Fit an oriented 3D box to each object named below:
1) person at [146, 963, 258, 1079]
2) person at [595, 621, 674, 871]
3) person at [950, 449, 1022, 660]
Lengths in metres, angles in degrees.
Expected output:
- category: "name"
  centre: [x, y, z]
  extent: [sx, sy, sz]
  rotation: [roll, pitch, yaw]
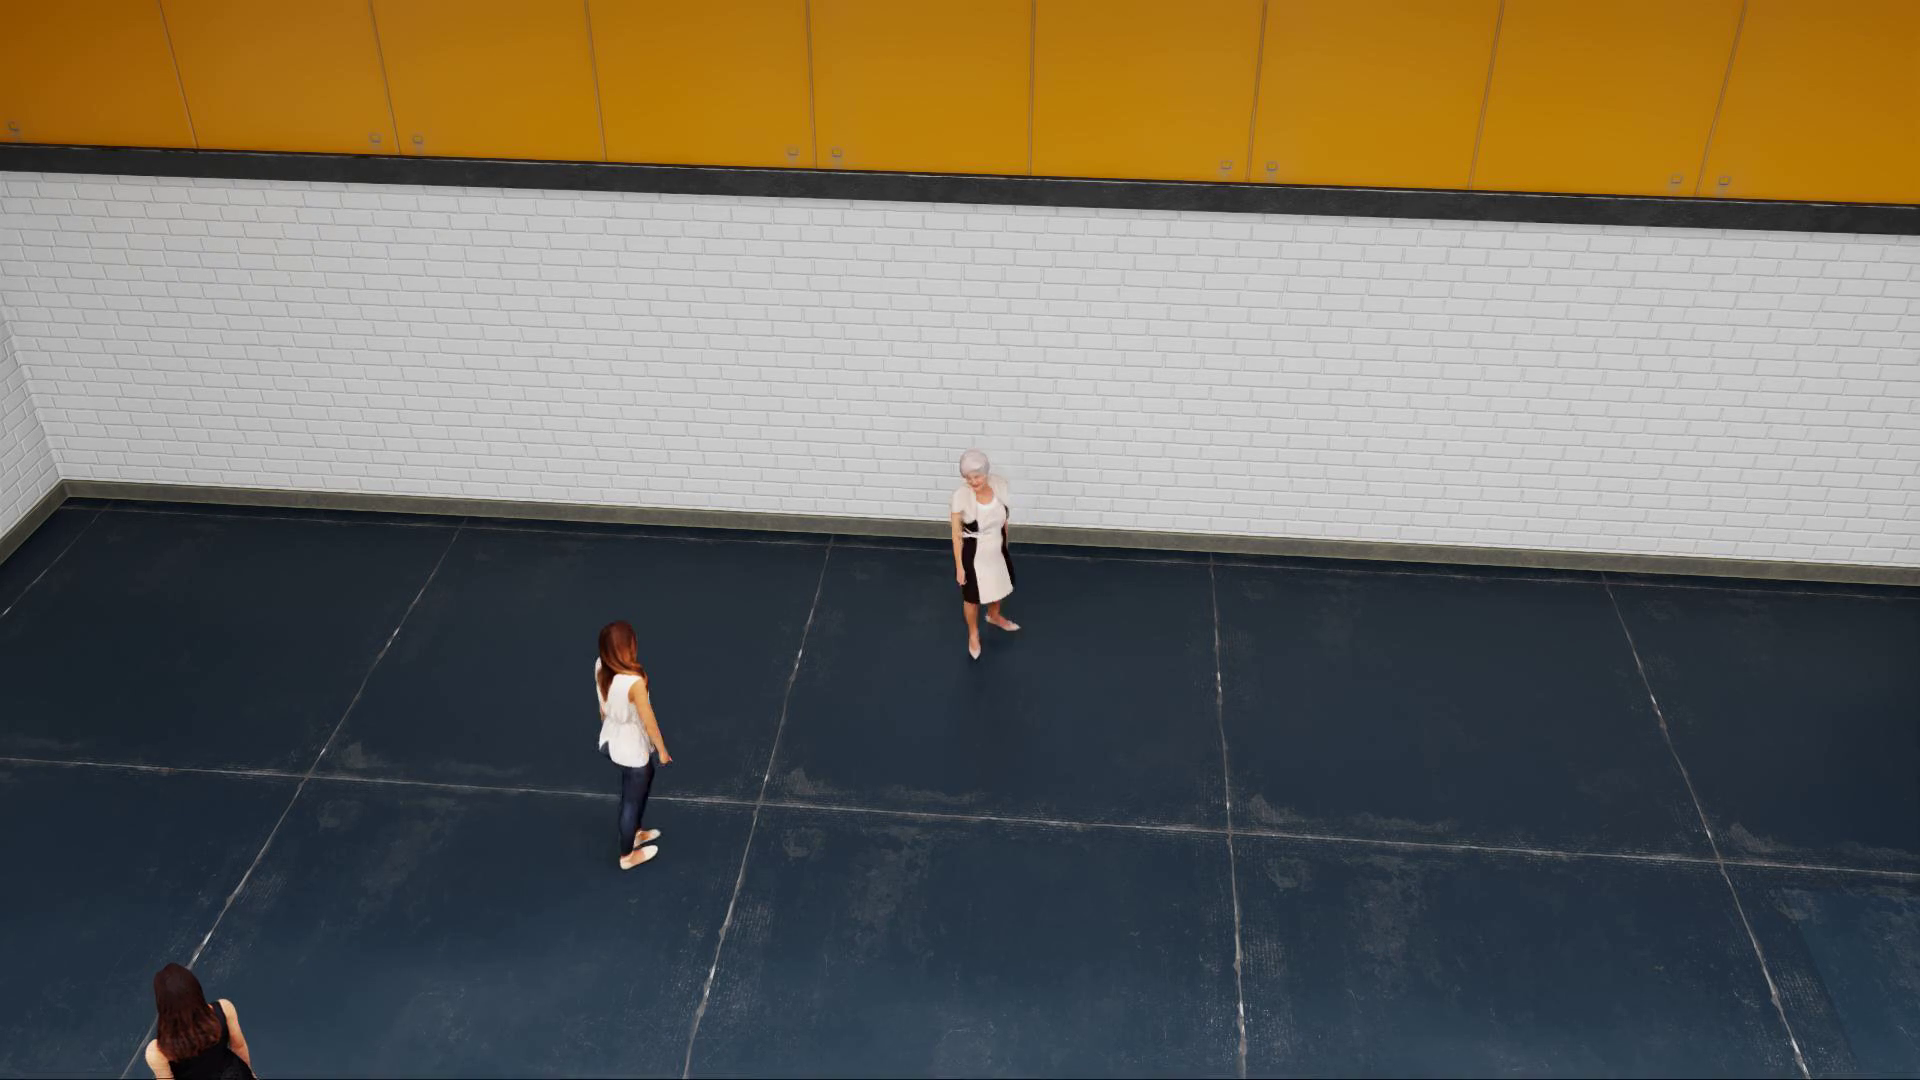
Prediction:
- category: "person"
  centre: [-3.473, 2.624, 7.754]
  extent: [0.757, 1.690, 0.676]
  rotation: [24, 40, 31]
- category: "person"
  centre: [-2.024, 1.252, 9.744]
  extent: [0.793, 1.773, 0.739]
  rotation: [-27, 42, -35]
- category: "person"
  centre: [0.150, 0.066, 11.575]
  extent: [0.867, 1.721, 0.880]
  rotation: [-28, 43, -36]
